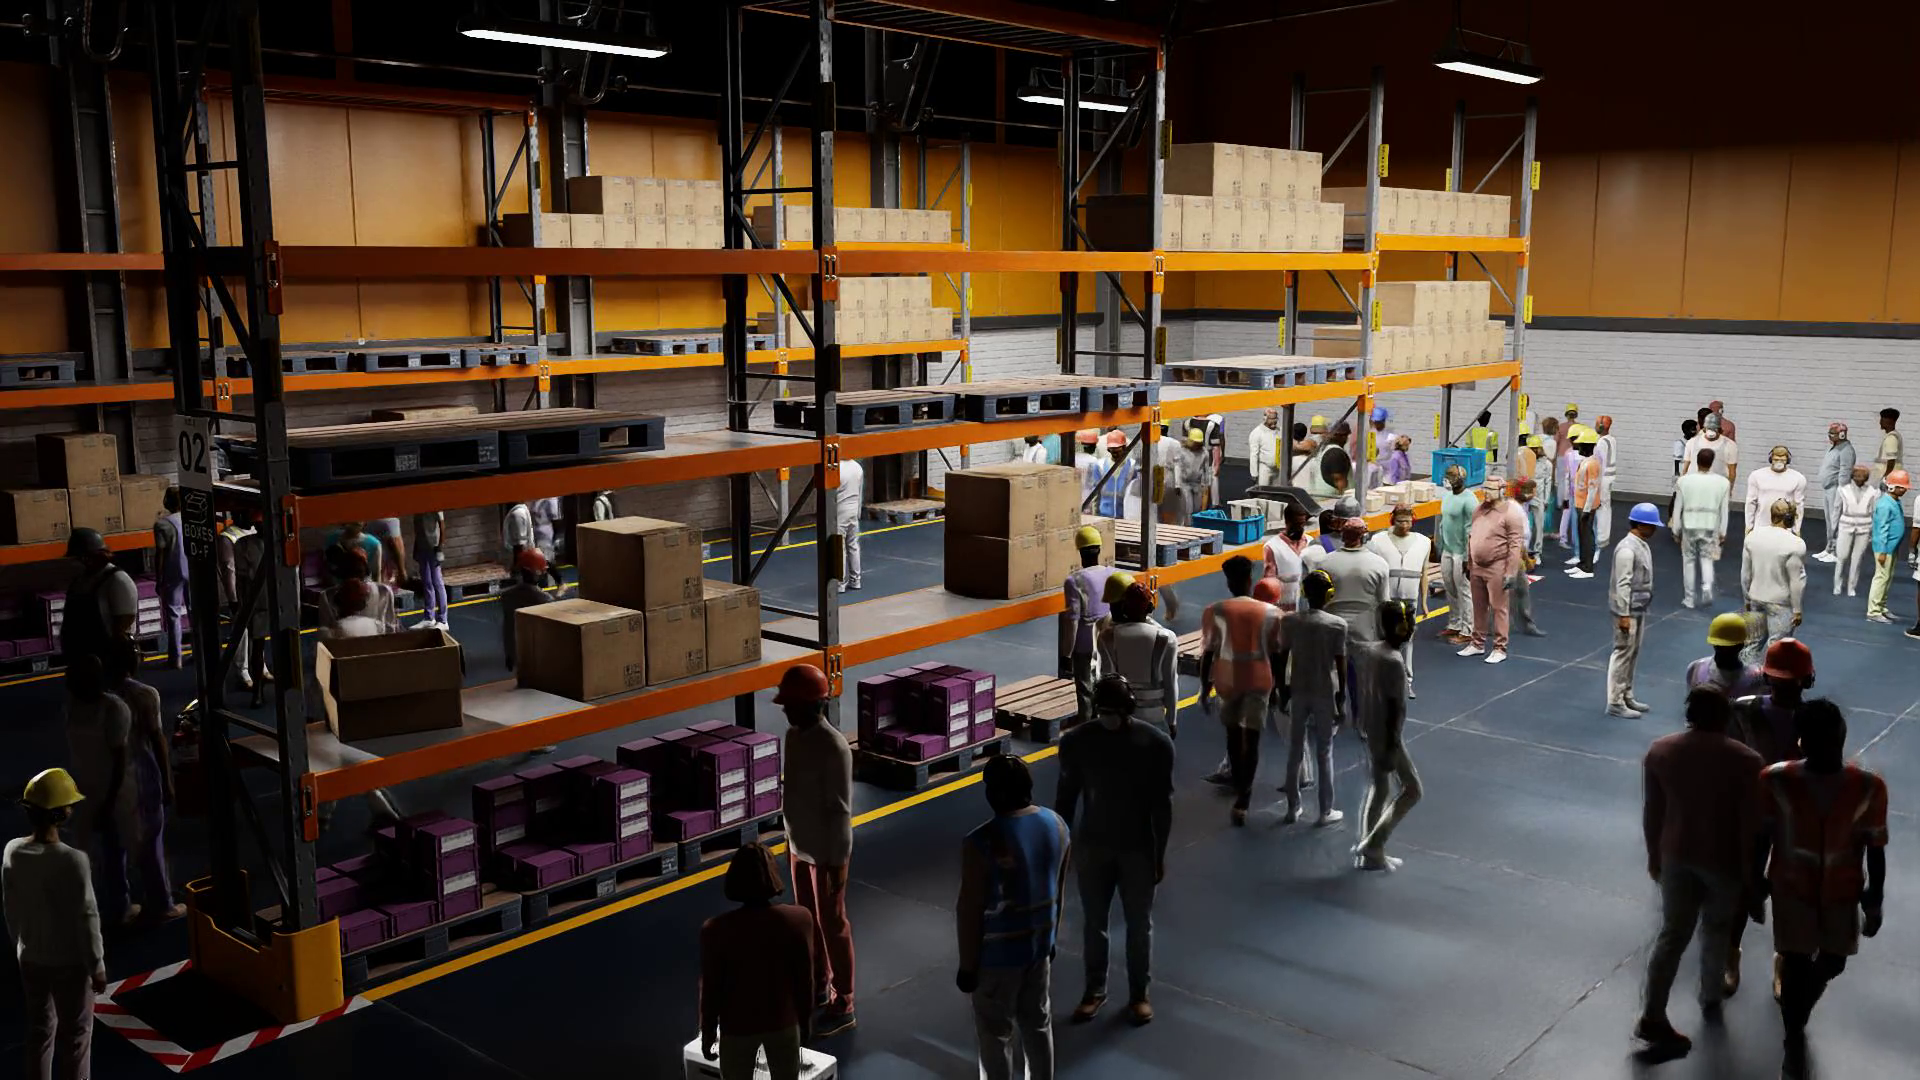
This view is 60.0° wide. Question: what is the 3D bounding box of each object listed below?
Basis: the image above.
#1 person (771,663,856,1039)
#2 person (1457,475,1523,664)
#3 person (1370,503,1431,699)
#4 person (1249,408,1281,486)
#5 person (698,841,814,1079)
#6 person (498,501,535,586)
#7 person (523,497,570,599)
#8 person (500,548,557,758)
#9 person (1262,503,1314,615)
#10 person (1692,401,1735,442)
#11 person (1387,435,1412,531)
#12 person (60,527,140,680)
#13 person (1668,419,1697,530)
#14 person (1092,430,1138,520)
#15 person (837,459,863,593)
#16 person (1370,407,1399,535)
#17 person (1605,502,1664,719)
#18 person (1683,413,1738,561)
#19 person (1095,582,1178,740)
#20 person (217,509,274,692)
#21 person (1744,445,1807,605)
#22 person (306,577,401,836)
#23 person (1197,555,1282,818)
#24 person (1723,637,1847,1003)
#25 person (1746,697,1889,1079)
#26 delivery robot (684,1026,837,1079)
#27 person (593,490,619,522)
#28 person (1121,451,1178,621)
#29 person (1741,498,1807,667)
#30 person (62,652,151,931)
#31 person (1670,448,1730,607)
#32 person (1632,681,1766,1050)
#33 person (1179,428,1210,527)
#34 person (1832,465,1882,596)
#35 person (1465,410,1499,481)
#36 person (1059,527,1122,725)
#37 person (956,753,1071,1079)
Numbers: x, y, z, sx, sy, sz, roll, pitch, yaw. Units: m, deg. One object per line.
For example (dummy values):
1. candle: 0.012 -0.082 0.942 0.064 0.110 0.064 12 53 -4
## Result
1. person: -0.782 1.619 8.793 0.408 1.986 0.618 -6 11 -33
2. person: 5.390 0.290 16.941 0.408 1.913 0.643 -5 11 -28
3. person: 4.083 0.563 15.516 0.563 1.841 0.390 1 10 3
4. person: 4.634 -1.038 24.930 0.658 1.893 0.400 -6 11 -30
5. person: -0.862 2.083 7.093 0.503 1.627 0.277 -3 10 -20
6. person: -4.515 0.266 16.956 0.379 1.957 0.608 -3 10 -15
7. person: -4.941 -0.055 19.745 0.538 1.666 0.840 6 11 34
8. person: -3.474 0.927 13.641 0.577 1.735 0.371 7 12 35
9. person: 2.982 0.599 15.118 0.603 1.906 0.399 -6 11 -33
10. person: 11.789 -1.230 26.052 0.643 1.902 0.400 7 12 35
11. person: 6.224 -0.682 23.588 0.314 1.630 0.521 6 11 33
12. person: -6.745 0.885 13.002 0.690 2.000 0.535 5 11 28
13. person: 11.007 -0.995 25.273 0.535 1.691 0.317 -7 12 -36
14. person: 1.897 -0.320 20.190 0.616 2.041 0.378 2 10 12
15. person: -1.466 -0.299 20.500 0.401 1.899 0.646 6 11 33
16. person: 6.212 -1.012 24.657 0.648 1.926 0.457 8 13 41
17. person: 6.022 0.620 14.897 0.423 1.935 0.614 7 12 36
18. person: 10.195 -0.738 22.692 0.680 2.000 0.535 7 12 35
19. person: 1.221 1.216 11.515 0.575 1.880 0.358 3 10 16
20. person: -6.764 0.509 15.833 0.429 1.846 0.627 2 10 10
21. person: 9.543 -0.153 19.515 0.627 1.937 0.372 4 10 25
22. person: -4.348 1.182 11.834 0.782 1.846 0.616 3 10 18
23. person: 2.081 1.065 12.354 0.618 1.904 1.003 2 10 11
24. person: 4.480 1.532 9.130 0.608 2.045 0.391 5 11 27
25. person: 4.314 1.722 8.396 0.614 1.926 0.911 3 10 20
26. delivery robot: -0.929 2.467 7.705 0.707 0.478 0.477 5 11 29
27. person: -4.116 0.005 19.473 0.351 1.622 0.605 1 10 7
28. person: 2.089 -0.027 18.449 0.692 2.000 0.731 8 12 39
29. person: 7.399 0.577 15.142 0.354 1.937 0.635 -4 10 -23
30. person: -5.120 1.537 9.853 0.508 1.782 0.928 2 10 15
31. person: 8.663 -0.130 19.484 0.602 1.895 0.501 2 10 11
32. person: 3.875 1.692 8.721 0.668 1.877 0.983 8 12 38
33. person: 3.341 -0.795 24.050 0.494 1.711 0.643 -2 10 -11
34. person: 10.853 -0.105 20.158 0.513 1.620 0.464 5 11 25
35. person: 8.386 -1.243 26.732 0.540 1.696 0.315 7 12 36
36. person: 1.064 0.848 13.590 0.585 1.917 0.382 -6 11 -33
37. person: 0.223 1.882 7.688 0.619 1.836 0.430 -9 13 -43
